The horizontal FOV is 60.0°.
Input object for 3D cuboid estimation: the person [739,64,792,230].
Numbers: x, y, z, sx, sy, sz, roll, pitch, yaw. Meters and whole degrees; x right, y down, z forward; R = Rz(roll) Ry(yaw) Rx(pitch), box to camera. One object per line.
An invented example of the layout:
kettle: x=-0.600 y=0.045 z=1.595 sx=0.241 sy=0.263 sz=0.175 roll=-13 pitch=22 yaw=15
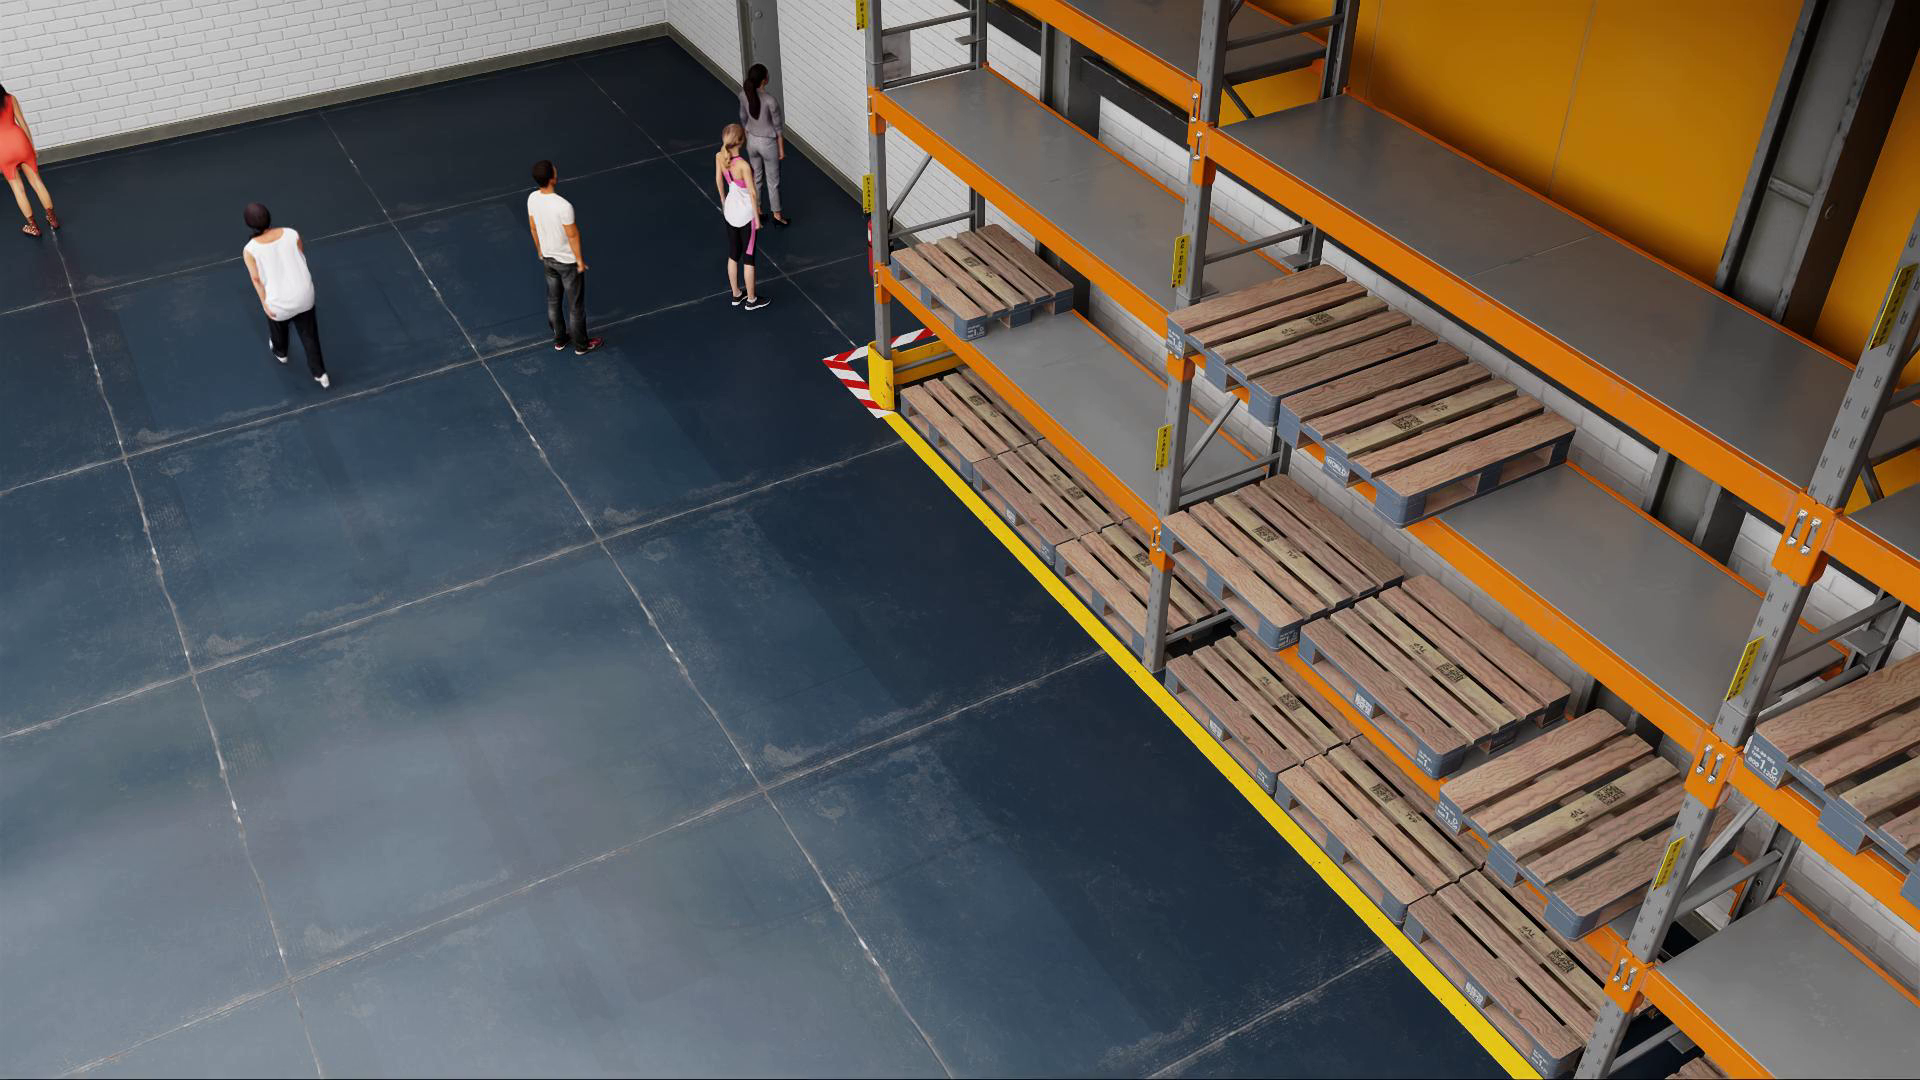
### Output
person: x=-1.929 y=-3.857 z=16.315 sx=0.691 sy=1.678 sz=0.783 roll=19 pitch=42 yaw=22

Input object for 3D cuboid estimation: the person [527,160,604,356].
person: x=-3.488 y=-2.456 z=14.459 sx=0.662 sy=1.804 sz=0.780 roll=19 pitch=42 yaw=22

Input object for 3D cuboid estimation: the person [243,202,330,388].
person: x=-5.670 y=-2.038 z=14.063 sx=0.727 sy=1.645 sz=1.092 roll=-25 pitch=45 yaw=-28

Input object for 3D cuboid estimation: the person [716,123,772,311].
person: x=-1.996 y=-2.926 z=15.061 sx=0.589 sy=1.787 sz=0.740 roll=26 pitch=45 yaw=29

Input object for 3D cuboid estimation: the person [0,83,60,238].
person: x=-9.216 y=-3.780 z=16.186 sx=0.640 sy=1.718 sz=0.659 roll=27 pitch=46 yaw=30
